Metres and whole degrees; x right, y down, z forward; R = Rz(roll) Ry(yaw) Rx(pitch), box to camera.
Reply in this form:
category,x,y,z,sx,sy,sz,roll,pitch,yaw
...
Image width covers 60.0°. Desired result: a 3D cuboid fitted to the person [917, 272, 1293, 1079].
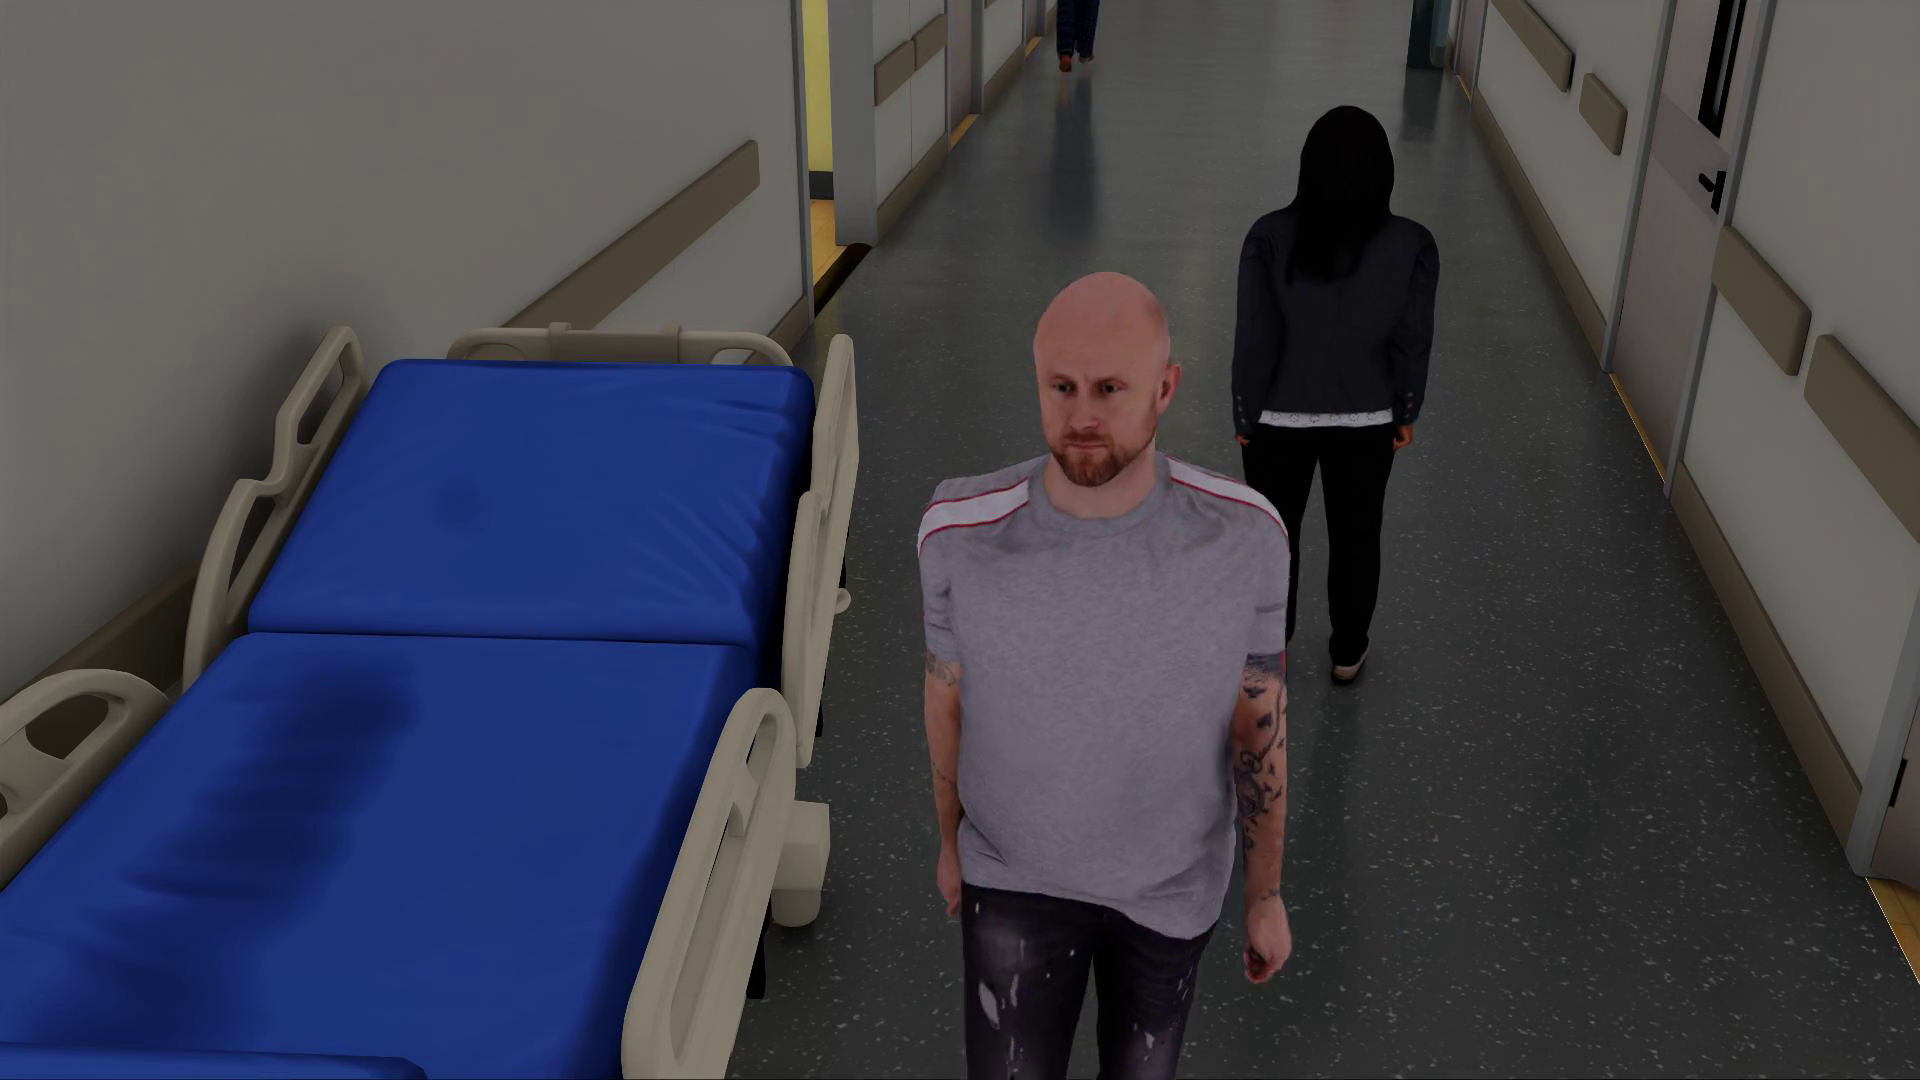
category,x,y,z,sx,sy,sz,roll,pitch,yaw
person,0.206,0.453,2.530,0.650,1.816,0.795,-1,26,-1

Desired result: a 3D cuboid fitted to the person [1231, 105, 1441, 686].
category,x,y,z,sx,sy,sz,roll,pitch,yaw
person,0.970,-0.354,4.457,0.592,1.597,0.733,3,26,6

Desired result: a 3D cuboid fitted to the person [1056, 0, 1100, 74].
category,x,y,z,sx,sy,sz,roll,pitch,yaw
person,0.901,-4.529,12.904,1.061,1.780,0.714,4,26,9
